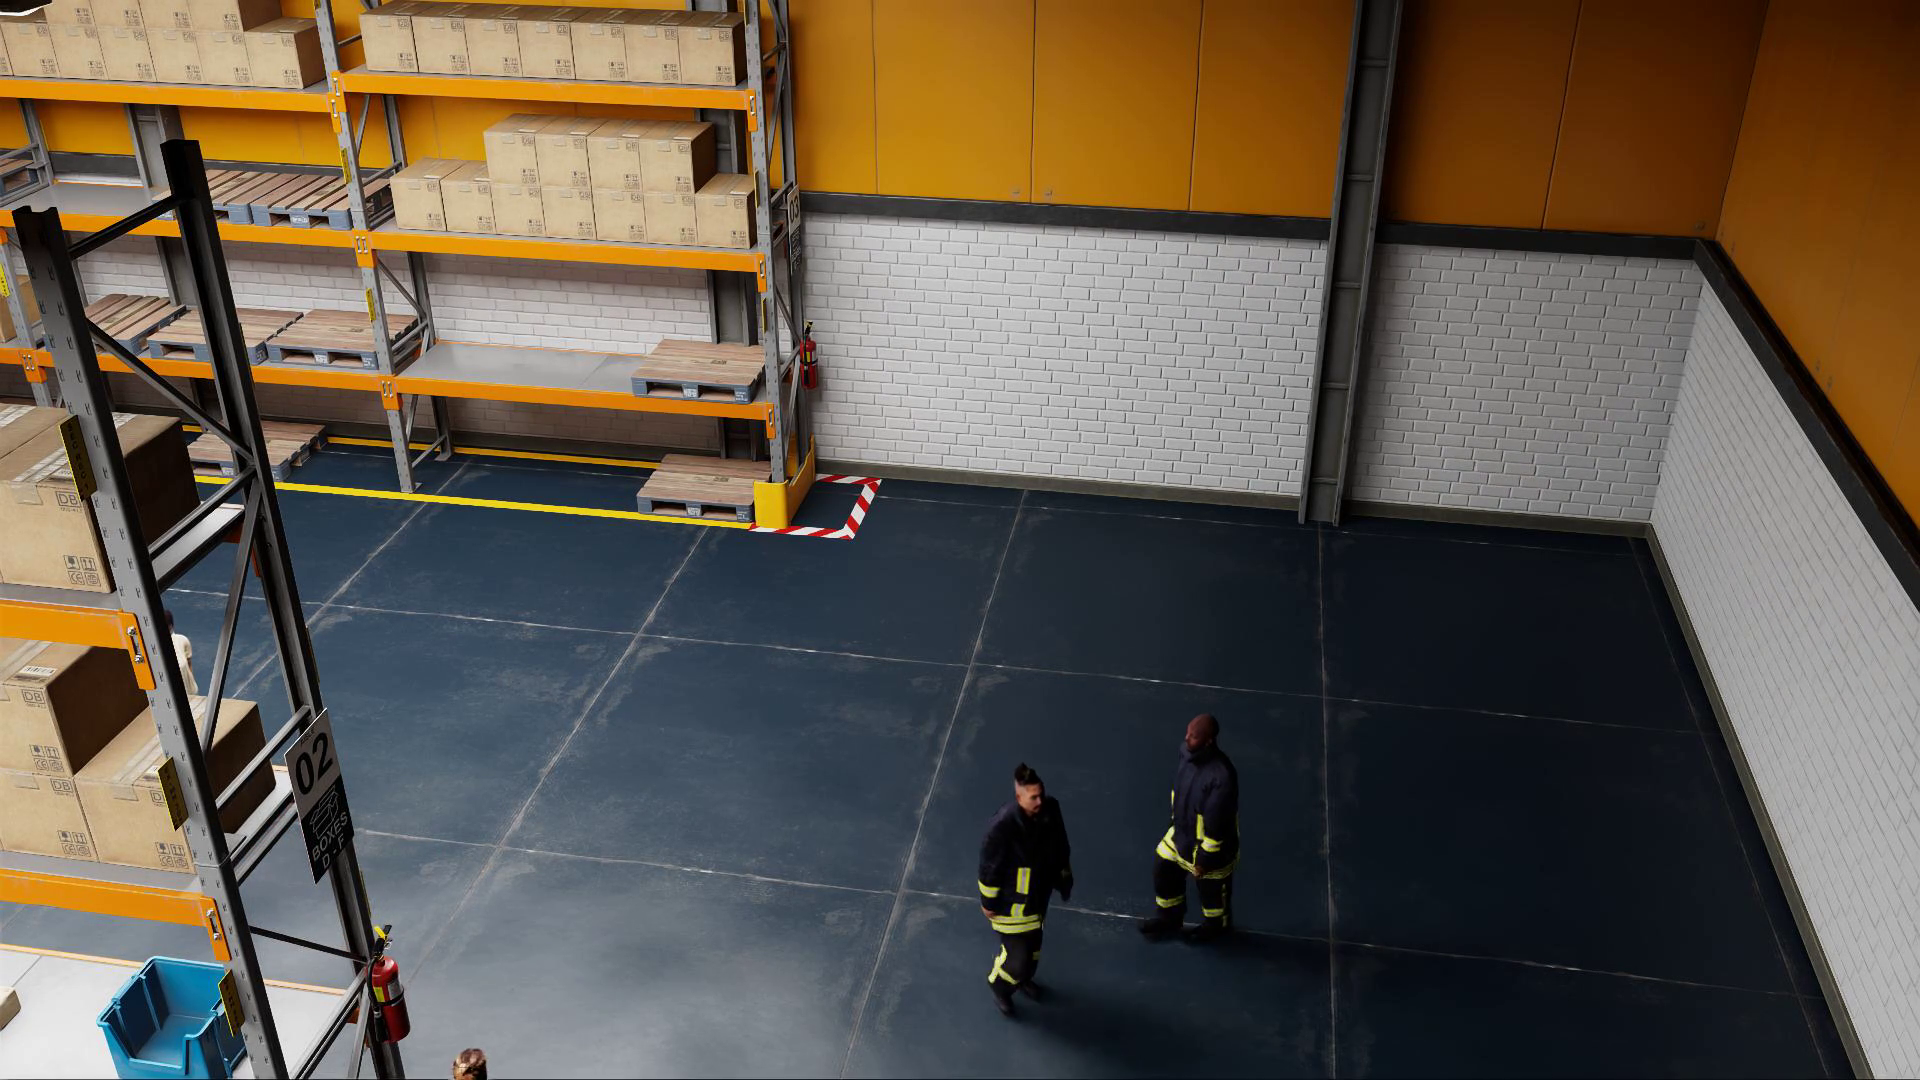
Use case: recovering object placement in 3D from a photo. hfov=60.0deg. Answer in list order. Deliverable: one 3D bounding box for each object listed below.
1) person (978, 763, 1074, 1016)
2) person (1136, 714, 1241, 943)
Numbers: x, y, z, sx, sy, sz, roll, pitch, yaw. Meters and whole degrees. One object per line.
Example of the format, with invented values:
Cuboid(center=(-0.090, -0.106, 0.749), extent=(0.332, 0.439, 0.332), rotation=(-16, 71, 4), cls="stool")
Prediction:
Cuboid(center=(0.339, 2.124, 10.507), extent=(0.910, 1.851, 0.958), rotation=(-21, 35, -34), cls="person")
Cuboid(center=(1.682, 1.890, 10.989), extent=(1.055, 1.801, 0.991), rotation=(-15, 32, -26), cls="person")
